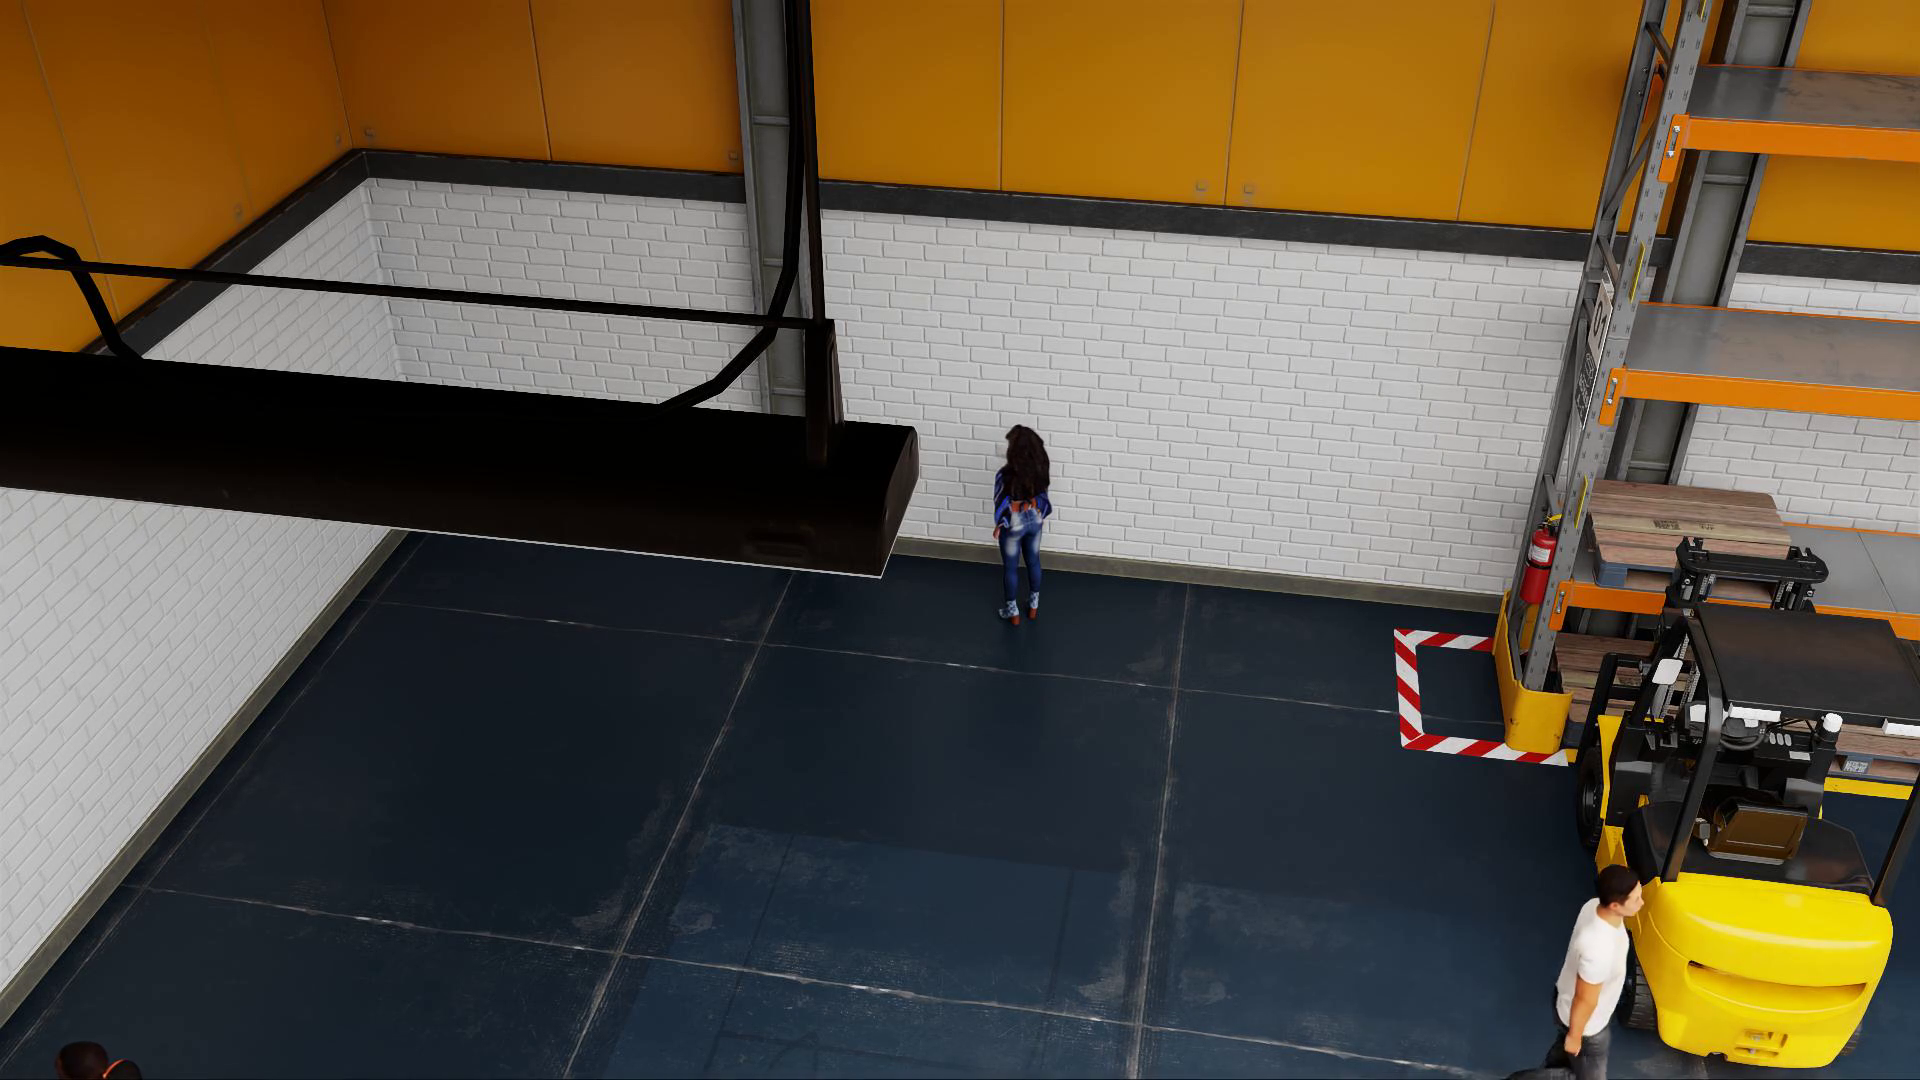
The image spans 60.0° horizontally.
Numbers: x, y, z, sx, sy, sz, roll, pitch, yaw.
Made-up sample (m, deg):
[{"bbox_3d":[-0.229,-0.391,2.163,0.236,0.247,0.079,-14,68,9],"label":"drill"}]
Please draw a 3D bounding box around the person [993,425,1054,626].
[{"bbox_3d":[0.435,-0.120,11.882,0.666,1.629,0.755,-15,36,-21],"label":"person"}]

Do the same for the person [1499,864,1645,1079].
[{"bbox_3d":[2.968,2.264,8.153,0.788,1.798,0.722,12,35,17],"label":"person"}]

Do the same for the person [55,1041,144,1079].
[{"bbox_3d":[-3.609,2.818,7.301,0.572,1.808,0.645,2,34,3],"label":"person"}]
